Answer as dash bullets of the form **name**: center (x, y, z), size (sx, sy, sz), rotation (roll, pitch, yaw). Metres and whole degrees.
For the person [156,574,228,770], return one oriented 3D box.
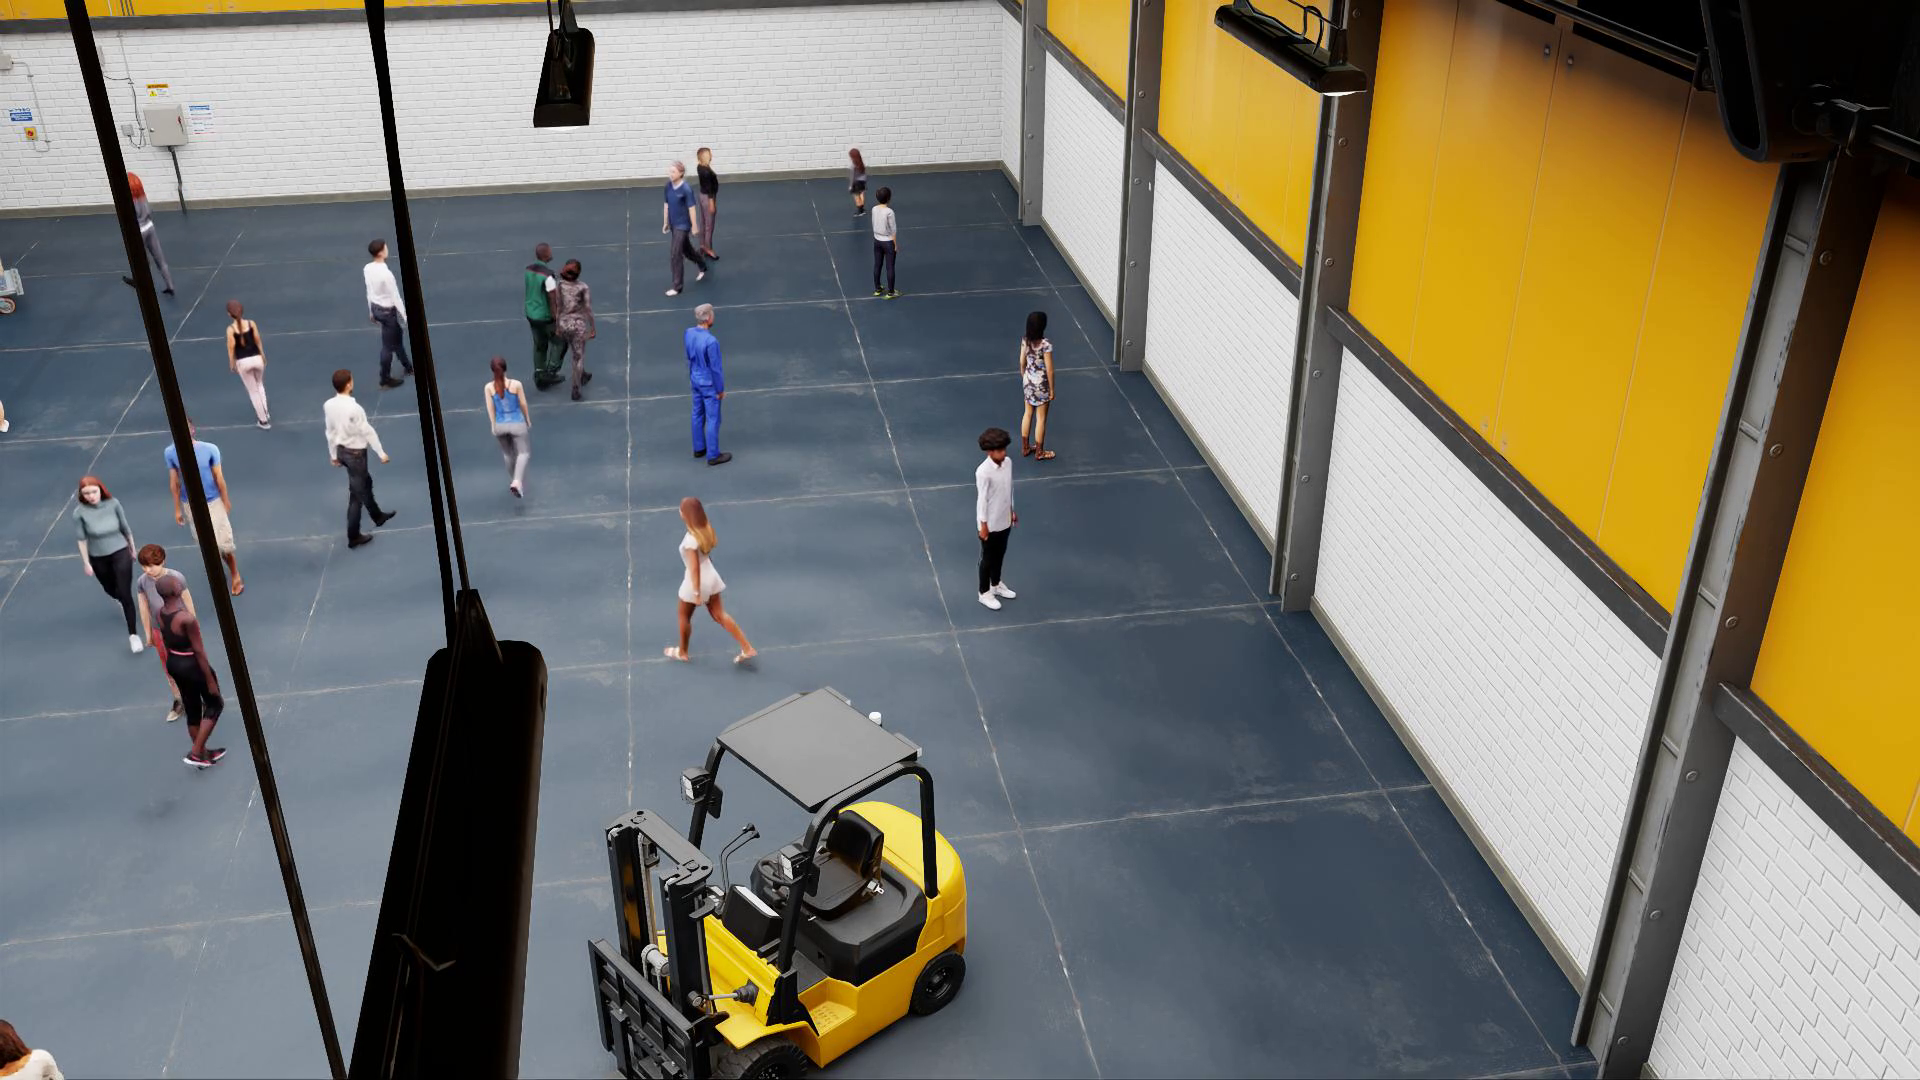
- **person**: center (-6.234, 1.108, 13.311), size (0.783, 1.755, 0.833), rotation (11, 30, 19)

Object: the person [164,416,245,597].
- **person**: center (-7.254, -0.395, 15.971), size (0.661, 1.847, 0.694), rotation (-3, 29, -6)

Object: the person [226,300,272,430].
- **person**: center (-8.191, -2.024, 19.267), size (0.780, 1.550, 0.708), rotation (24, 37, 37)

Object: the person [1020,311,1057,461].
- **person**: center (0.853, -1.728, 18.535), size (0.637, 1.733, 0.738), rotation (25, 38, 38)

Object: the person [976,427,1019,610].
- **person**: center (0.328, -0.237, 15.722), size (0.785, 1.809, 0.733), rotation (20, 34, 32)

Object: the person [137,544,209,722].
- **person**: center (-6.646, 0.759, 14.062), size (0.602, 1.650, 0.523), rotation (-3, 29, -5)

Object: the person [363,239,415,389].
- **person**: center (-7.074, -2.723, 20.241), size (1.006, 1.845, 1.040), rotation (22, 35, 34)

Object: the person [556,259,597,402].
- **person**: center (-4.684, -2.508, 20.020), size (0.832, 1.679, 1.022), rotation (6, 29, 11)

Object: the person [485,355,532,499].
- **person**: center (-4.777, -1.181, 17.672), size (0.614, 1.599, 0.919), rotation (-3, 29, -5)

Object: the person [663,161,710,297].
- **person**: center (-3.859, -4.413, 23.352), size (1.185, 1.833, 1.181), rotation (22, 36, 35)

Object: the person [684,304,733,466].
- **person**: center (-2.823, -1.741, 18.463), size (0.848, 1.824, 0.722), rotation (-25, 37, -37)

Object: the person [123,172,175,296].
- **person**: center (-11.273, -4.198, 23.074), size (1.138, 1.722, 1.168), rotation (14, 32, 24)

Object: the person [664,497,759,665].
- **person**: center (-2.204, 0.407, 14.696), size (0.991, 1.661, 1.138), rotation (9, 30, 16)

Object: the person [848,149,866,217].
- **person**: center (-1.617, -5.742, 26.565), size (0.648, 1.089, 0.541), rotation (21, 35, 33)

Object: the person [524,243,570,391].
- **person**: center (-5.100, -2.675, 20.190), size (0.891, 1.810, 0.972), rotation (18, 34, 30)

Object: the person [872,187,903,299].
- **person**: center (-1.057, -4.156, 23.174), size (0.609, 1.553, 0.670), rotation (19, 34, 30)

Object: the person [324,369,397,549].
- **person**: center (-6.154, -0.775, 16.673), size (1.007, 1.842, 1.081), rotation (17, 33, 28)

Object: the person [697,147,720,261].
- **person**: center (-3.745, -4.962, 24.534), size (0.695, 1.666, 0.556), rotation (-12, 31, -21)

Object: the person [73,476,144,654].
- **person**: center (-7.722, 0.154, 15.115), size (0.894, 1.703, 1.219), rotation (-16, 33, -27)
